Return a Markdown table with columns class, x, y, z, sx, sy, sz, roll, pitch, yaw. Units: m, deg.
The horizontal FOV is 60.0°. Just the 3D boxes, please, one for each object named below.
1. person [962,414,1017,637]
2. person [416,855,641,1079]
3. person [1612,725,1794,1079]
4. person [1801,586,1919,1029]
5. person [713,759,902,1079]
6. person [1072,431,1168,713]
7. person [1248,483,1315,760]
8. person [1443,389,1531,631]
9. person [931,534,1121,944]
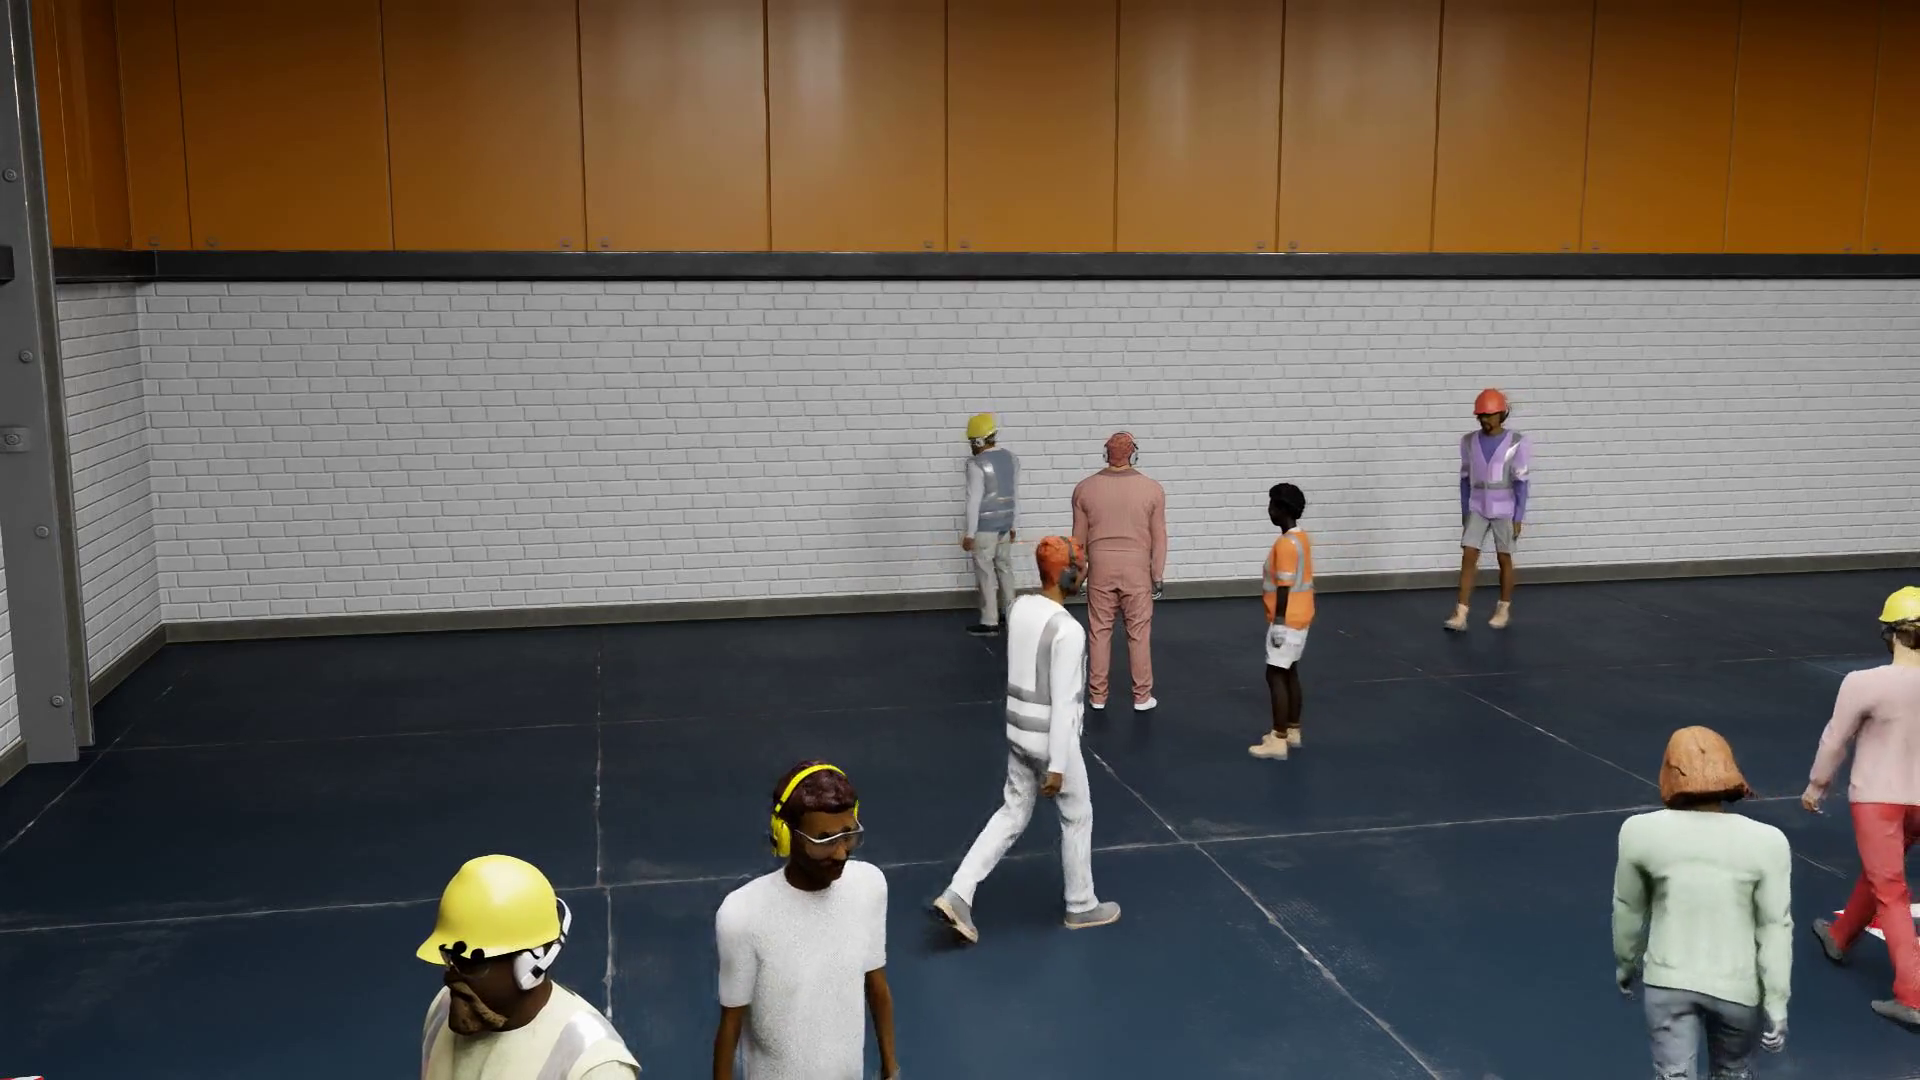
| class | x | y | z | sx | sy | sz | roll | pitch | yaw |
| --- | --- | --- | --- | --- | --- | --- | --- | --- | --- |
| person | 0.239 | -0.127 | 13.672 | 0.429 | 1.804 | 0.649 | 7 | 11 | 36 |
| person | -0.925 | 1.535 | 3.456 | 0.590 | 1.833 | 0.403 | 6 | 11 | 34 |
| person | 2.268 | 1.375 | 5.128 | 0.524 | 1.585 | 0.654 | 5 | 11 | 29 |
| person | 3.773 | 1.044 | 6.801 | 0.536 | 1.716 | 0.892 | -1 | 9 | -7 |
| person | -0.425 | 1.417 | 4.257 | 0.532 | 1.817 | 0.975 | -8 | 12 | -41 |
| person | 1.079 | 0.218 | 11.256 | 0.643 | 1.910 | 0.400 | 2 | 10 | 13 |
| person | 2.010 | 0.490 | 10.260 | 0.336 | 1.688 | 0.548 | 4 | 10 | 21 |
| person | 4.318 | -0.222 | 13.613 | 0.628 | 1.999 | 0.949 | 8 | 12 | 39 |
| person | 0.311 | 0.890 | 7.356 | 0.908 | 1.854 | 0.571 | -6 | 11 | -31 |
